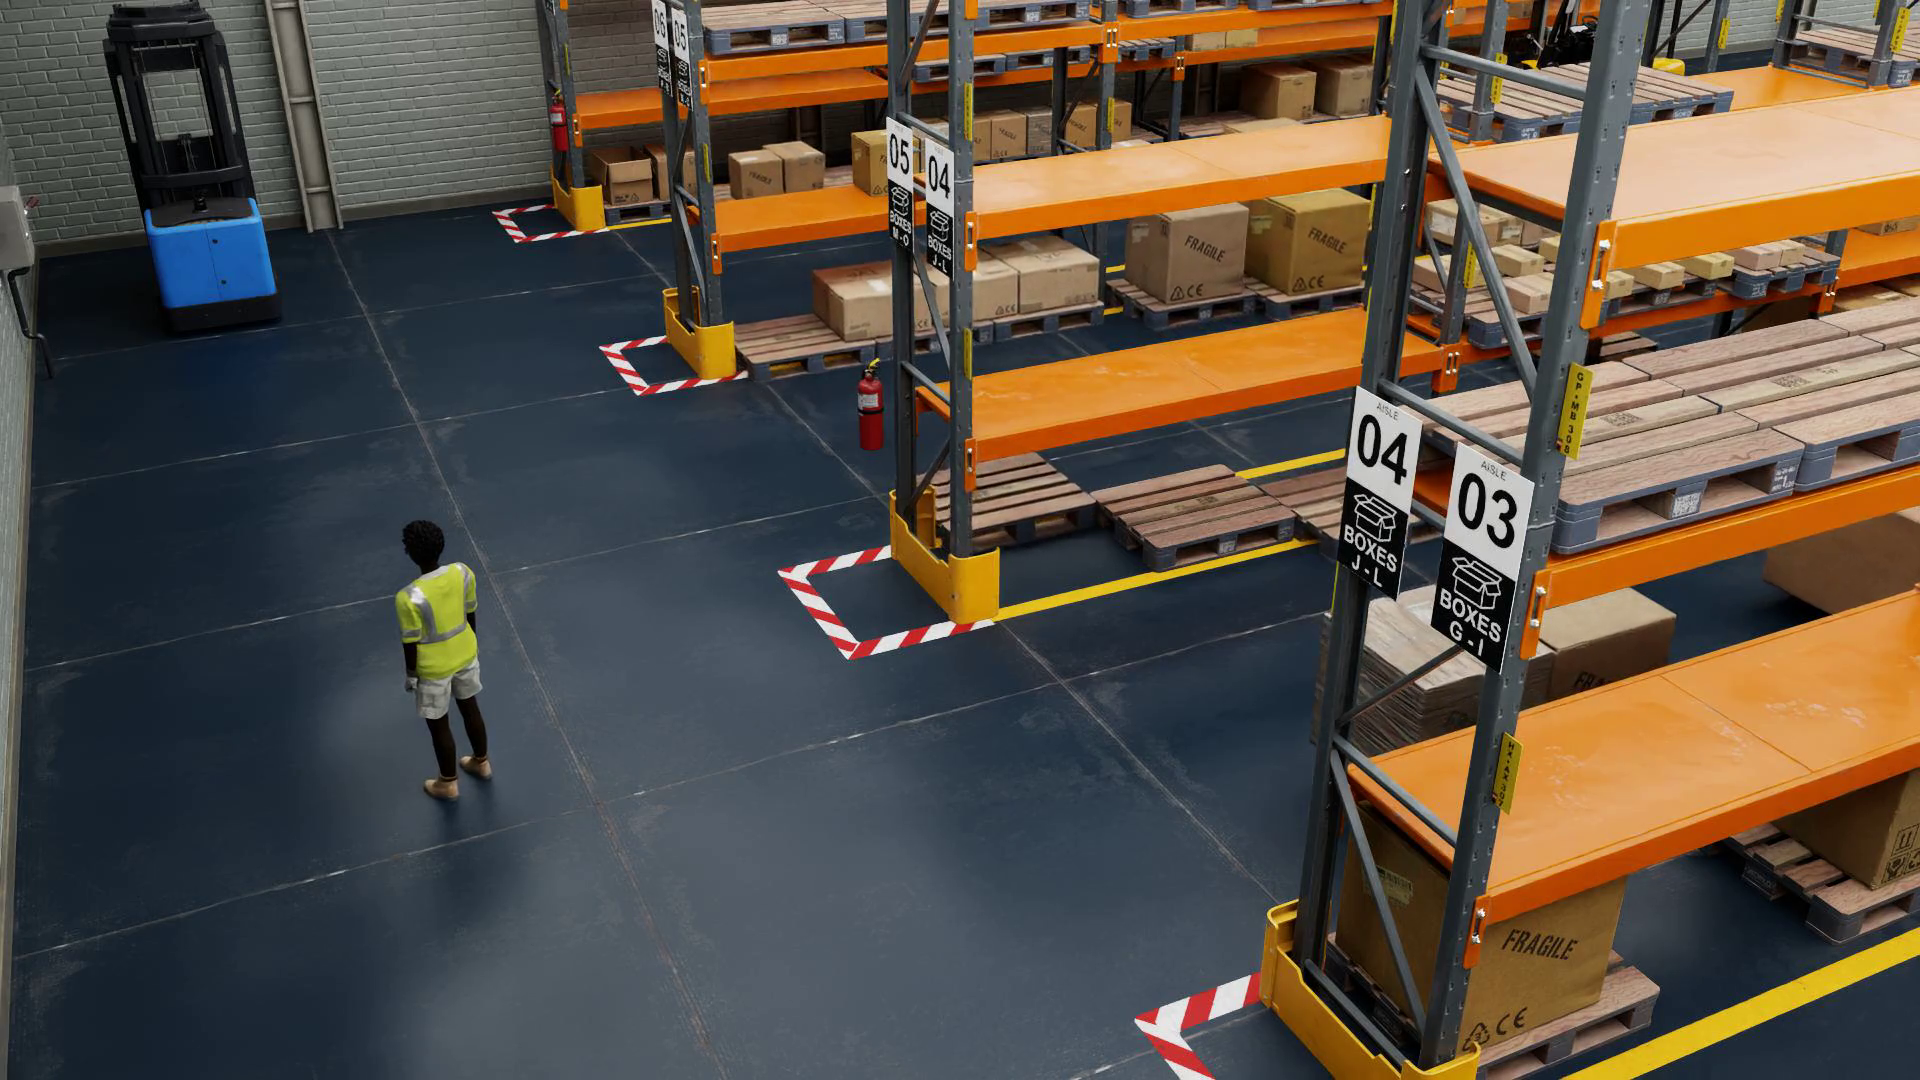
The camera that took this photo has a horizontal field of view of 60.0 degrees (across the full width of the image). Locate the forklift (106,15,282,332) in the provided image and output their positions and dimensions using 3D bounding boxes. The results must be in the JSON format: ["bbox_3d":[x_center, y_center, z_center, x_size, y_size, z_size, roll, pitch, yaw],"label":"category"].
[{"bbox_3d":[-7.548,-3.672,16.323,1.129,2.768,1.873,-12,30,-22],"label":"forklift"}]

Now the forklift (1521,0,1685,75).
[{"bbox_3d":[8.950,-6.807,23.056,1.214,2.155,2.313,-12,30,-22],"label":"forklift"}]

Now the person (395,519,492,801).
[{"bbox_3d":[-2.879,0.666,9.286,0.321,1.686,0.537,15,31,26],"label":"person"}]
